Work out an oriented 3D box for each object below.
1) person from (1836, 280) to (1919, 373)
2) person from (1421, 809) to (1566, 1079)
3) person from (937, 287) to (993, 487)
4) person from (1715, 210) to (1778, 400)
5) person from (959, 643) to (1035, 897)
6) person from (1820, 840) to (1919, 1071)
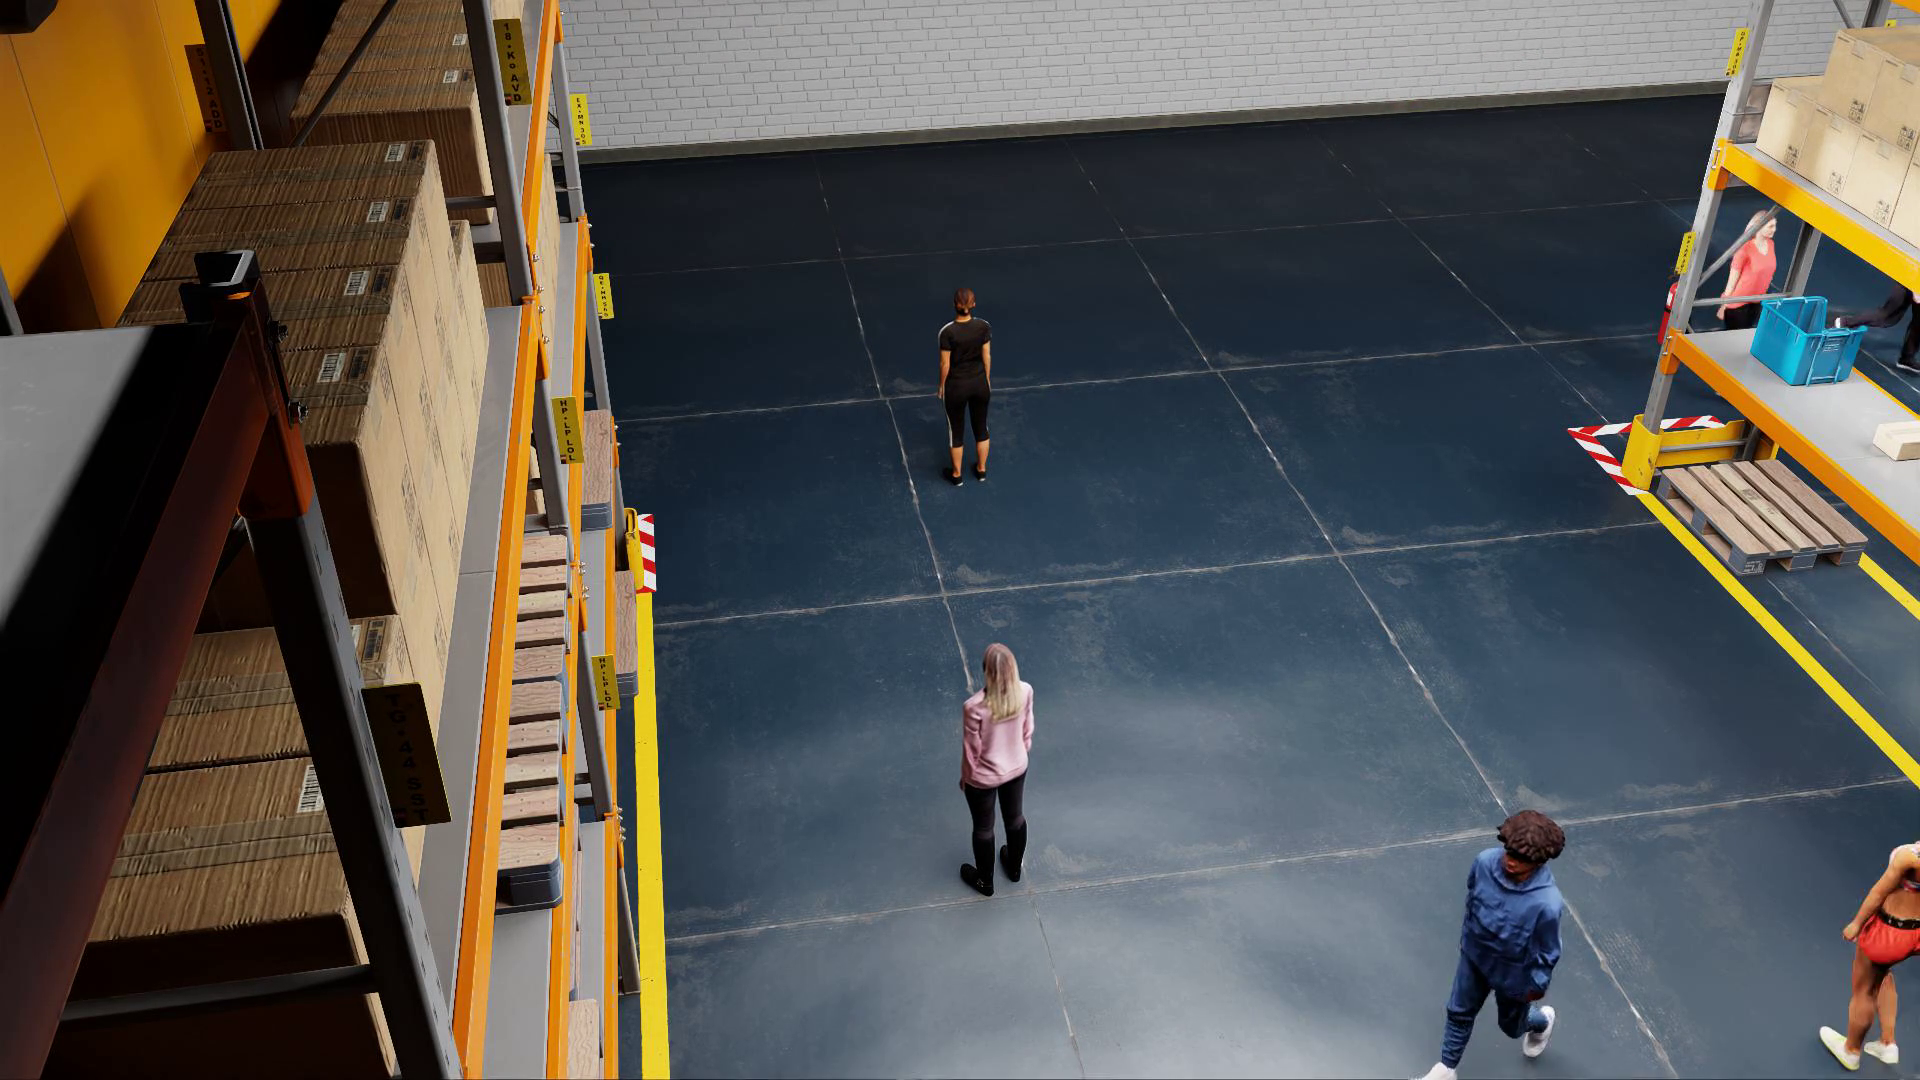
[{"bbox_3d":[8.306,-2.332,14.617,0.941,1.711,1.156,-25,41,-32],"label":"person"},{"bbox_3d":[2.679,1.979,8.061,1.040,1.788,1.126,-21,39,-29],"label":"person"},{"bbox_3d":[0.046,-1.200,12.953,0.611,1.668,0.558,-10,35,-15],"label":"person"},{"bbox_3d":[6.580,-2.031,14.199,0.826,1.671,1.085,-18,38,-25],"label":"person"},{"bbox_3d":[0.202,1.268,9.221,0.672,1.688,0.656,-18,38,-25],"label":"person"},{"bbox_3d":[4.614,1.975,8.079,0.603,1.776,0.664,-9,35,-13],"label":"person"}]
